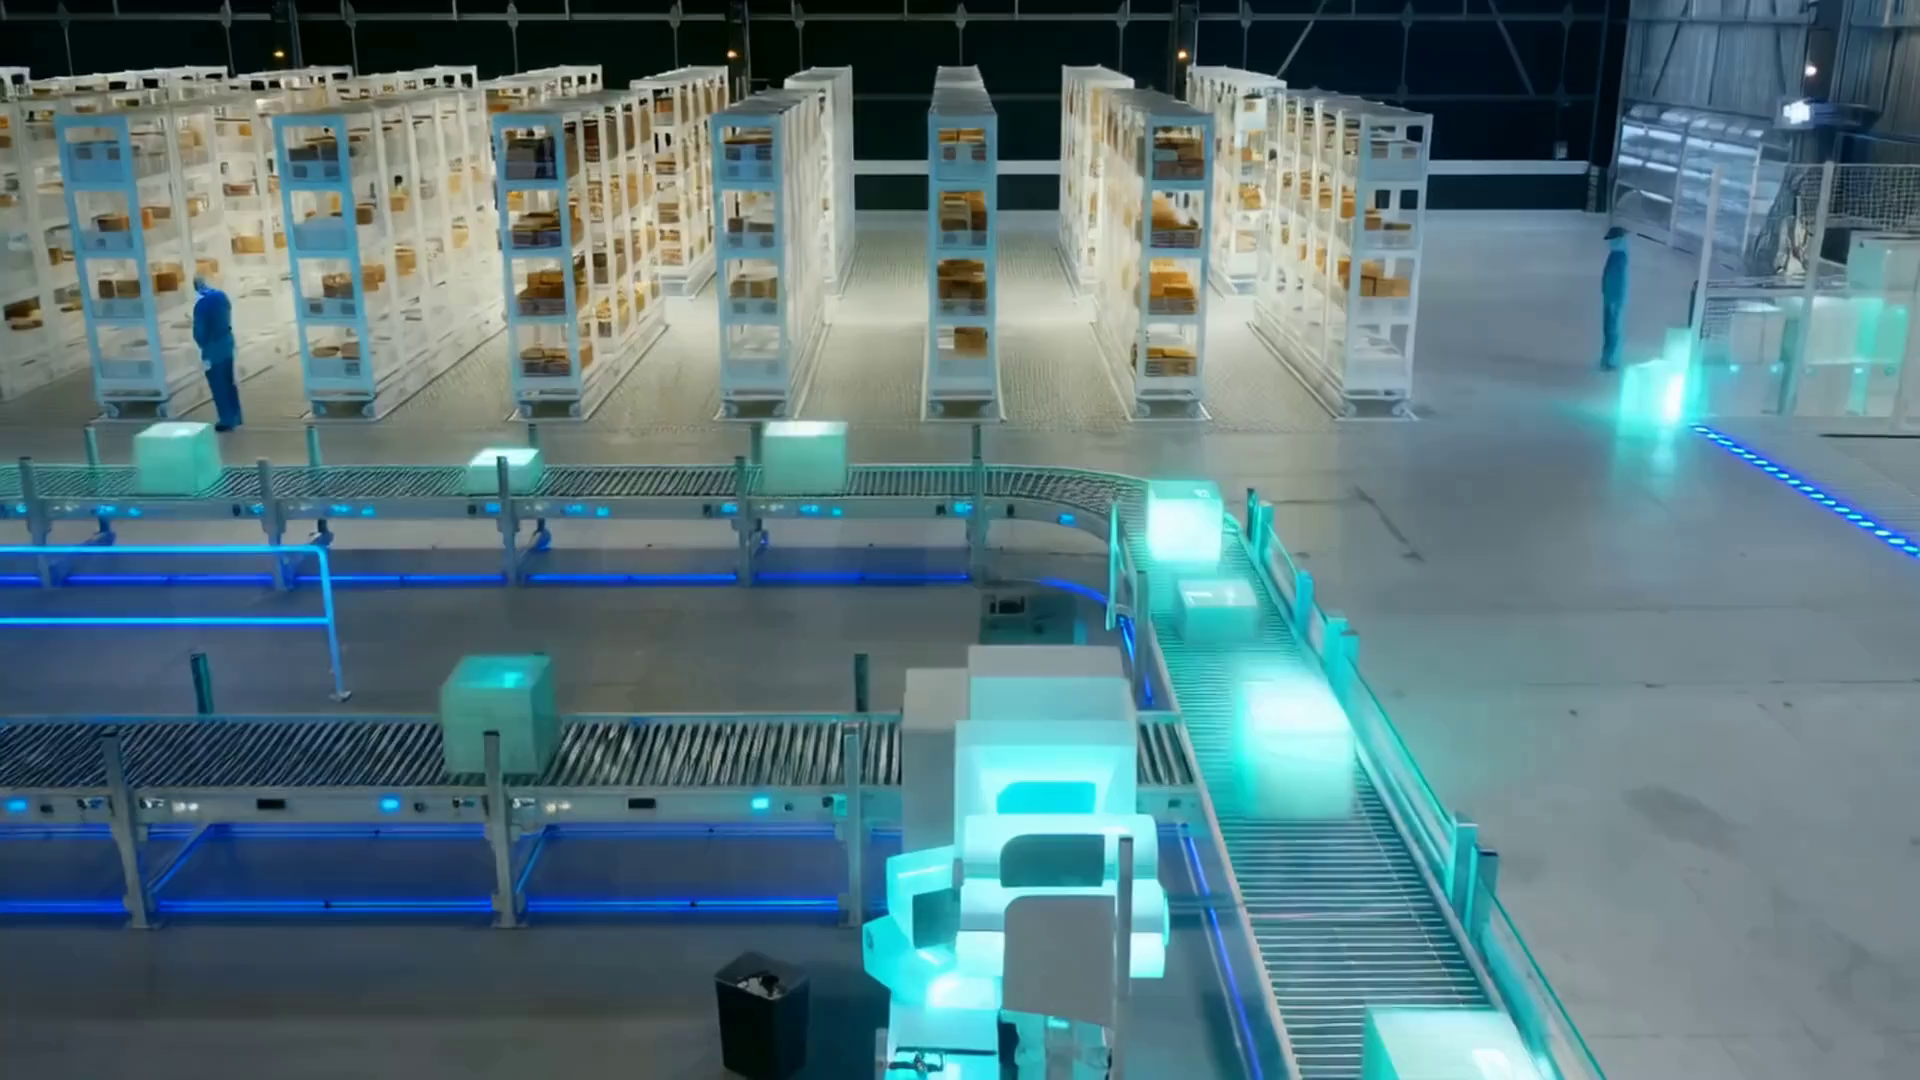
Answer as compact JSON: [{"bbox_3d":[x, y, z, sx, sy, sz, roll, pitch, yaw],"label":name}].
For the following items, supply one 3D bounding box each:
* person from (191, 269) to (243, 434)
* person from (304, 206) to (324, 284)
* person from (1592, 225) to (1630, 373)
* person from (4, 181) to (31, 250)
[{"bbox_3d":[-8.667,-2.192,19.310,0.403,1.904,0.651,0,18,0],"label":"person"},{"bbox_3d":[-10.510,-4.671,27.045,0.373,1.840,0.570,0,18,0],"label":"person"},{"bbox_3d":[8.787,-3.234,22.414,0.457,1.979,0.646,3,18,8],"label":"person"},{"bbox_3d":[-17.028,-5.640,30.206,0.416,1.740,0.573,-1,18,-4],"label":"person"}]
